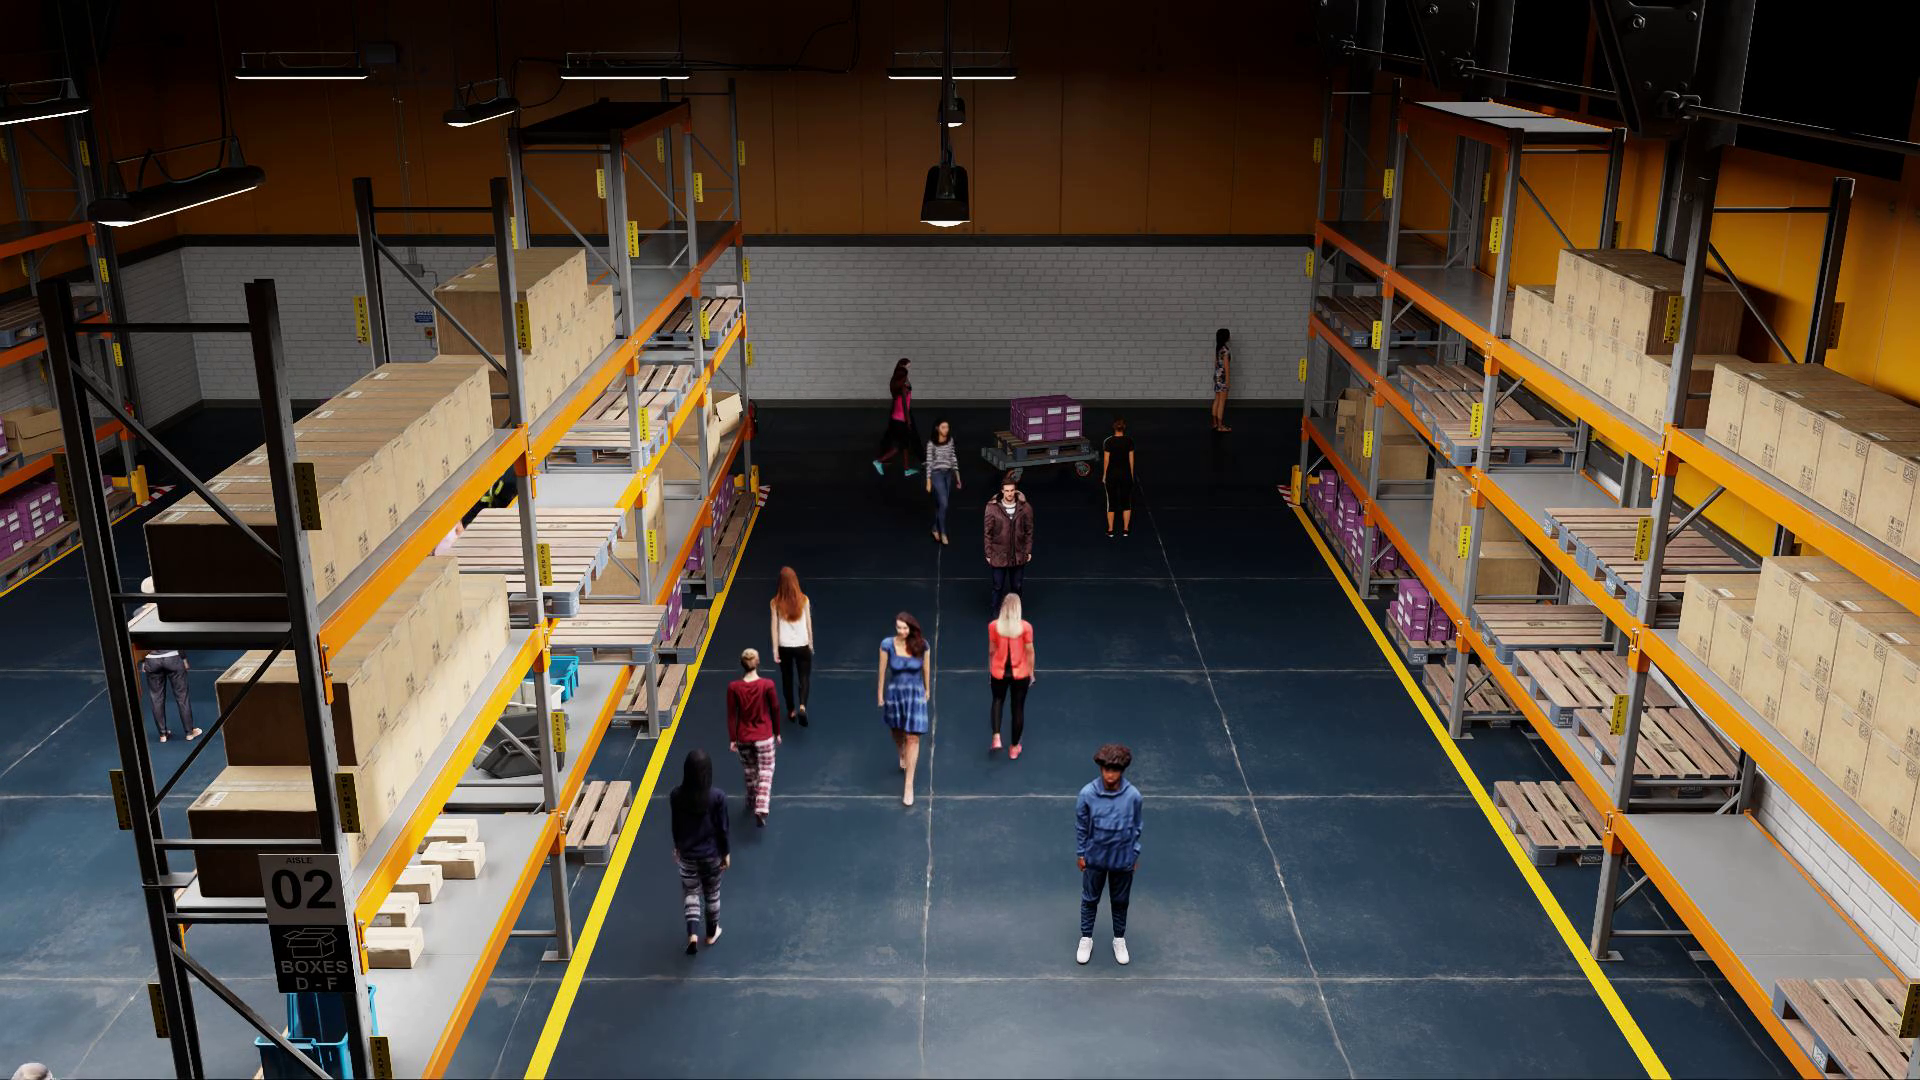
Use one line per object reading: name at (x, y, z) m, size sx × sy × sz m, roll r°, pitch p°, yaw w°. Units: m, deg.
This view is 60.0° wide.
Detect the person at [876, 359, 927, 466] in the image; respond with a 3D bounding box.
person at (-0.993, -1.937, 25.833) m, size 0.949 × 1.682 × 1.200 m, roll 8°, pitch 20°, yaw 22°

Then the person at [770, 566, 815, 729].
person at (-1.666, 1.111, 16.742) m, size 0.622 × 1.707 × 0.898 m, roll -2°, pitch 19°, yaw -6°

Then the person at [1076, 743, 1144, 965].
person at (1.143, 2.393, 12.776) m, size 0.676 × 1.809 × 0.554 m, roll 1°, pitch 19°, yaw 2°

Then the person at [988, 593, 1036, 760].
person at (0.474, 1.349, 16.072) m, size 0.668 × 1.684 × 0.706 m, roll 4°, pitch 19°, yaw 11°

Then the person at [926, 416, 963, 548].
person at (-0.302, -0.808, 22.326) m, size 0.795 × 1.780 × 0.860 m, roll -16°, pitch 24°, yaw -40°

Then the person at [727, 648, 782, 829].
person at (-1.832, 1.777, 14.806) m, size 0.613 × 1.680 × 0.901 m, roll -1°, pitch 19°, yaw -2°

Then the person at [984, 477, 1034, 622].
person at (0.559, 0.149, 19.378) m, size 0.809 × 1.848 × 0.747 m, roll -4°, pitch 19°, yaw -11°

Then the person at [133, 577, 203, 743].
person at (-7.910, 1.177, 16.517) m, size 0.630 × 1.725 × 0.554 m, roll -2°, pitch 19°, yaw -7°

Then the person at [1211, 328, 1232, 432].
person at (4.407, -2.708, 28.043) m, size 0.689 × 1.733 × 0.526 m, roll -4°, pitch 19°, yaw -11°

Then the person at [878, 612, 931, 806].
person at (-0.514, 1.500, 15.494) m, size 0.657 × 1.767 × 1.126 m, roll 1°, pitch 19°, yaw 3°

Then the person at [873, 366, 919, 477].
person at (-0.993, -1.770, 25.328) m, size 0.946 × 1.688 × 1.022 m, roll -6°, pitch 19°, yaw -17°

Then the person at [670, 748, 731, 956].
person at (-2.019, 2.430, 12.803) m, size 0.627 × 1.721 × 0.822 m, roll 1°, pitch 19°, yaw 3°

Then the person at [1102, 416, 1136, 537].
person at (2.166, -0.874, 22.697) m, size 0.583 × 1.669 × 0.510 m, roll -1°, pitch 19°, yaw -2°
